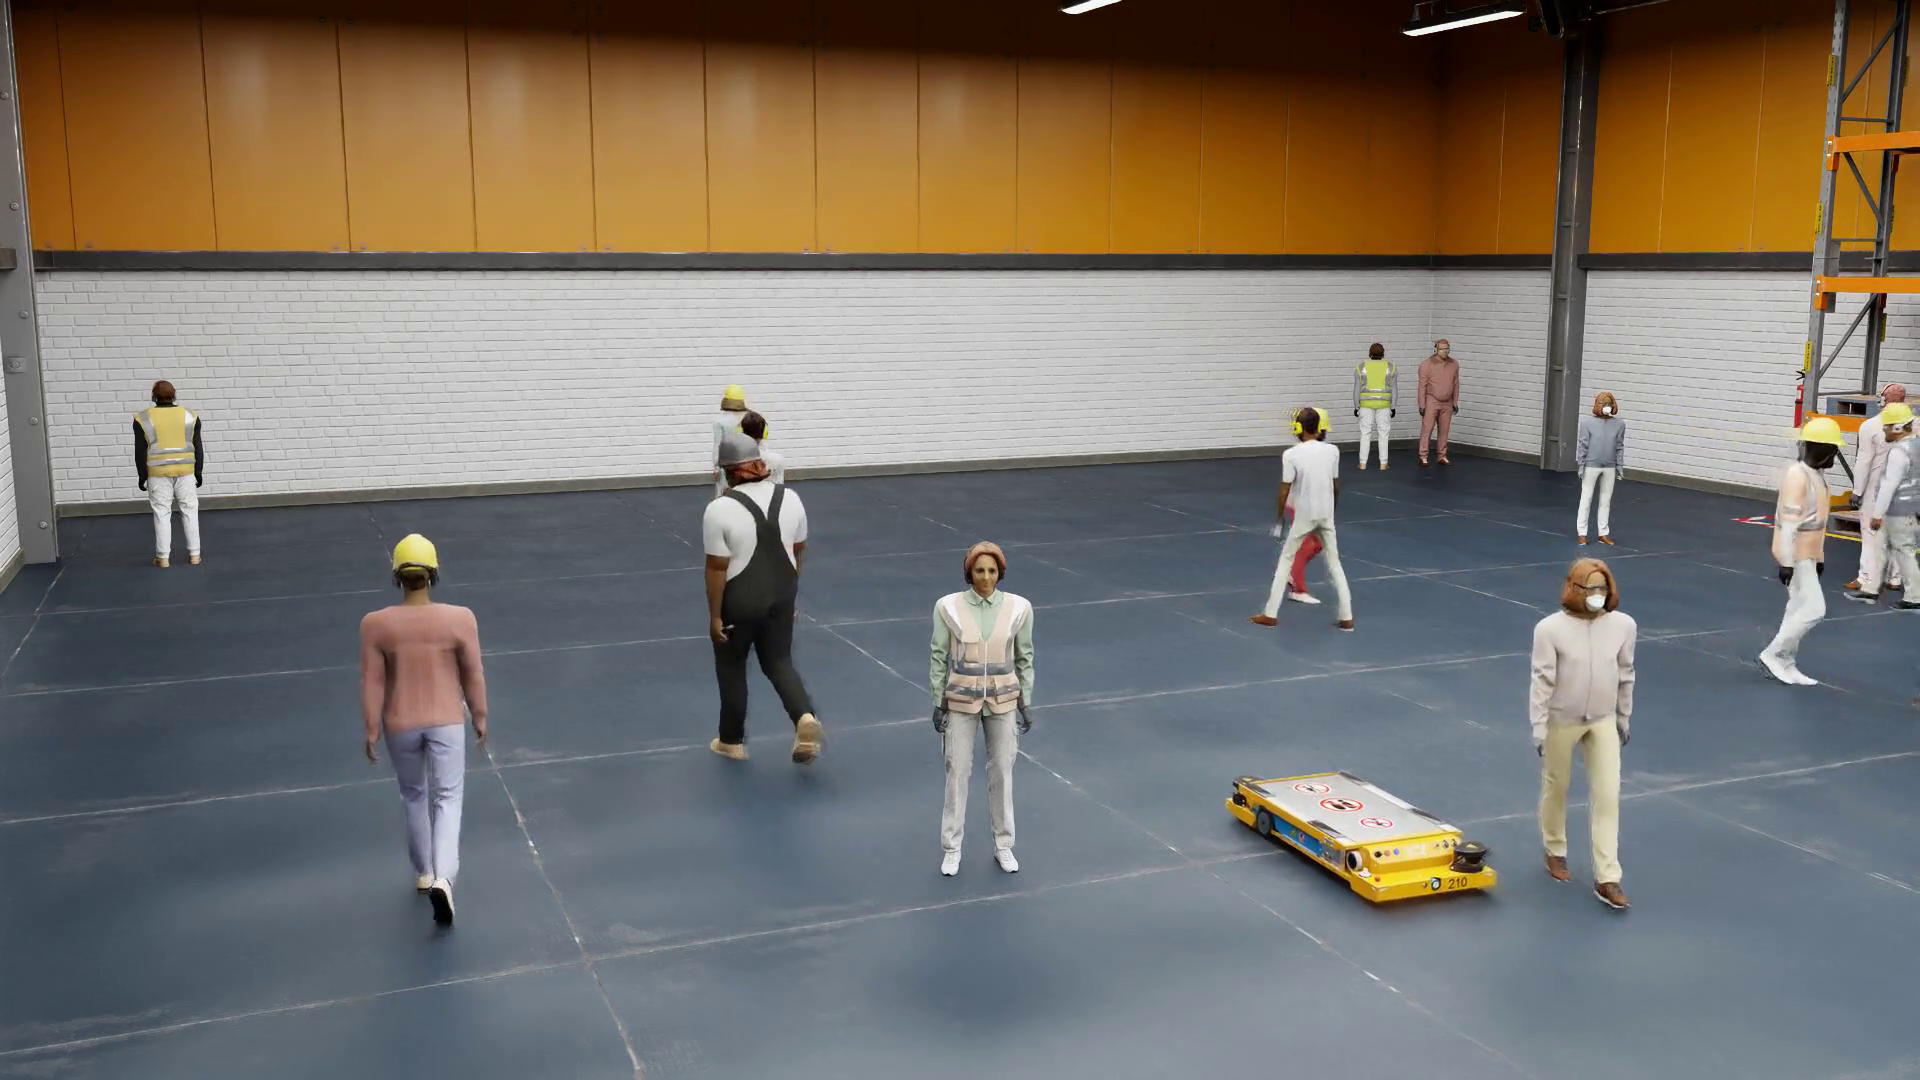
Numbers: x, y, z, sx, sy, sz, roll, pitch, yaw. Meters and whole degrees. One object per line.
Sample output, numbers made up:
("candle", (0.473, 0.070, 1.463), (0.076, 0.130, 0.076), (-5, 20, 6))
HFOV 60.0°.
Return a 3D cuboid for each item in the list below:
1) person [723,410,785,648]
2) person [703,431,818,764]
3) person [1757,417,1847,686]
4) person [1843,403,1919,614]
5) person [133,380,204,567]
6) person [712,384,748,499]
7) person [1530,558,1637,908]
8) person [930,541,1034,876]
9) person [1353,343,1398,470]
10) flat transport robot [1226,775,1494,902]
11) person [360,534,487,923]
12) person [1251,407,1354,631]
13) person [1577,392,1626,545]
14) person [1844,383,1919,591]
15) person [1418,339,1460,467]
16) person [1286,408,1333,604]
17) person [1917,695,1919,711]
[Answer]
("person", (-1.612, -0.092, 13.061), (0.524, 1.835, 0.845), (-2, 10, -10))
("person", (-1.172, 0.334, 9.815), (0.694, 2.000, 0.828), (-7, 12, -37))
("person", (5.933, 0.093, 11.658), (0.418, 1.910, 0.611), (8, 12, 40))
("person", (7.945, -0.278, 14.267), (0.801, 1.792, 0.602), (9, 13, 42))
("person", (-7.793, -0.654, 16.409), (0.626, 1.844, 0.429), (-7, 12, -36))
("person", (-2.329, -0.758, 17.354), (0.490, 1.735, 0.454), (-6, 11, -32))
("person", (2.927, 0.890, 7.762), (0.520, 1.595, 0.777), (0, 9, 0))
("person", (0.106, 0.817, 8.108), (0.511, 1.640, 0.308), (-1, 9, -6))
("person", (6.041, -1.941, 24.197), (0.631, 1.846, 0.429), (2, 10, 12))
("flat transport robot", (1.976, 1.451, 8.397), (0.652, 0.197, 1.431), (-3, 10, -19))
("person", (-2.454, 0.850, 7.606), (0.540, 1.745, 0.788), (-2, 10, -11))
("person", (2.807, -0.167, 13.576), (0.735, 1.821, 0.546), (-2, 10, -11))
("person", (6.799, -0.757, 17.659), (0.497, 1.633, 0.285), (0, 9, -3))
("person", (8.383, -0.471, 15.102), (0.643, 1.909, 0.410), (-1, 9, -9))
("person", (7.058, -2.016, 24.534), (0.657, 1.894, 0.415), (-3, 10, -17))
("person", (3.046, -0.290, 14.528), (0.449, 1.732, 0.564), (7, 11, 35))
("person", (6.741, 0.252, 10.784), (0.872, 1.888, 0.668), (5, 11, 27))
